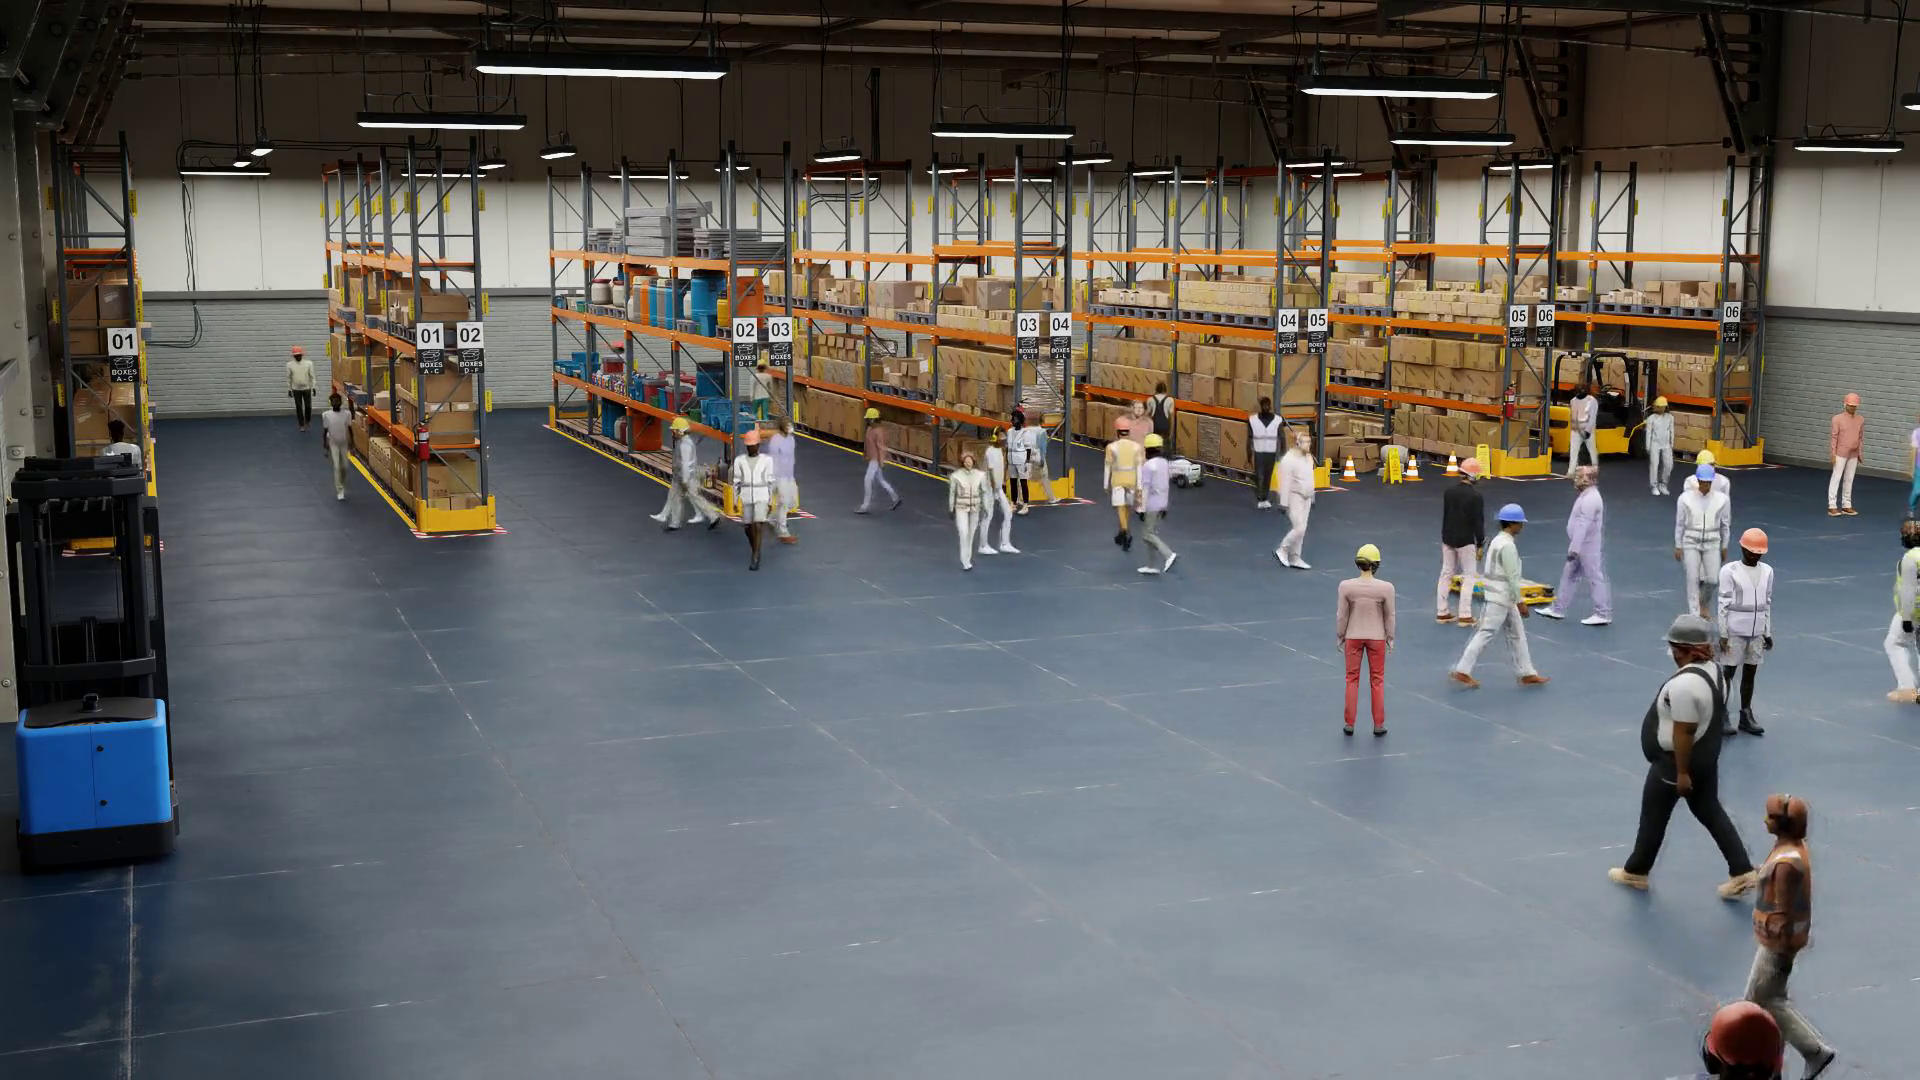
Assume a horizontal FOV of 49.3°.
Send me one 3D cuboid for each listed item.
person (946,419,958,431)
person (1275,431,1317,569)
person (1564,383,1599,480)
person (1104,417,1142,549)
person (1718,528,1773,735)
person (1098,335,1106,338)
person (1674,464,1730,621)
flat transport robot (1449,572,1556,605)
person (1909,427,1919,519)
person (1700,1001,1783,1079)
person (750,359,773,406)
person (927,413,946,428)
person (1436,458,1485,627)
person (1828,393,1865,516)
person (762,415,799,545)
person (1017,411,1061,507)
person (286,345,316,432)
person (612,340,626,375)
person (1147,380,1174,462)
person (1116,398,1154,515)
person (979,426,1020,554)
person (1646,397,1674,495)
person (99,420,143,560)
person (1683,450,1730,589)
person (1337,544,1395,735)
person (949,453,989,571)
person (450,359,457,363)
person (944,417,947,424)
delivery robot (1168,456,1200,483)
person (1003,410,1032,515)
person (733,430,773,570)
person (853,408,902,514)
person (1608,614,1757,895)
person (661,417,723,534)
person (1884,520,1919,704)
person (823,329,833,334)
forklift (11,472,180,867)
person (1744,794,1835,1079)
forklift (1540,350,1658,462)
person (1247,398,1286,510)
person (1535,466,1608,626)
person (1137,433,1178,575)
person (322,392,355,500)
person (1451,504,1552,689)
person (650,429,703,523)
[{"bbox_3d":[-0.146,-3.241,46.898,0.599,1.810,0.779,-5,10,-28],"label":"person"},{"bbox_3d":[4.648,-0.542,28.606,0.414,1.895,0.643,7,11,37],"label":"person"},{"bbox_3d":[11.609,-2.033,38.945,0.984,1.794,0.614,-8,12,-43],"label":"person"},{"bbox_3d":[2.406,-0.835,30.562,0.545,1.899,0.947,-2,9,-13],"label":"person"},{"bbox_3d":[7.249,0.839,19.294,0.543,1.928,0.374,-2,9,-14],"label":"person"},{"bbox_3d":[3.656,-4.418,54.542,0.581,1.861,0.601,-3,9,-18],"label":"person"},{"bbox_3d":[8.661,0.058,24.473,0.620,1.930,0.458,2,9,12],"label":"person"},{"bbox_3d":[6.818,0.601,26.511,0.652,0.197,1.431,-4,10,-27],"label":"flat transport robot"},{"bbox_3d":[15.180,-1.144,32.850,0.582,1.825,0.734,2,9,12],"label":"person"},{"bbox_3d":[2.703,2.589,7.438,0.630,1.983,1.067,2,9,13],"label":"person"},{"bbox_3d":[-4.431,-3.136,46.430,0.555,1.723,0.859,-3,9,-21],"label":"person"},{"bbox_3d":[-0.567,-3.365,47.652,0.562,1.824,0.991,-2,9,-14],"label":"person"},{"bbox_3d":[5.924,0.019,24.626,0.463,1.977,0.620,-5,10,-30],"label":"person"},{"bbox_3d":[14.371,-1.387,33.915,0.613,1.991,0.391,-2,9,-15],"label":"person"},{"bbox_3d":[-2.651,-0.900,30.904,0.515,1.922,0.648,3,9,20],"label":"person"},{"bbox_3d":[1.295,-1.358,35.037,0.881,1.589,0.528,-6,11,-37],"label":"person"},{"bbox_3d":[-15.045,-3.458,47.785,0.636,1.970,0.438,-2,9,-15],"label":"person"},{"bbox_3d":[-8.320,-3.907,50.975,0.534,1.924,0.551,-8,12,-43],"label":"person"},{"bbox_3d":[3.740,-2.077,39.047,0.517,1.828,0.556,2,9,12],"label":"person"},{"bbox_3d":[2.856,-1.384,34.226,0.659,1.890,0.590,-1,9,-7],"label":"person"},{"bbox_3d":[0.567,-0.701,29.841,0.729,1.841,0.504,4,10,27],"label":"person"},{"bbox_3d":[12.182,-1.629,36.386,0.519,1.724,0.504,0,9,-3],"label":"person"},{"bbox_3d":[-11.832,-0.716,29.533,0.362,1.962,0.613,8,11,41],"label":"person"},{"bbox_3d":[9.671,-0.277,27.236,0.607,1.783,0.957,0,9,0],"label":"person"},{"bbox_3d":[3.742,0.917,19.322,0.533,1.763,0.324,2,9,14],"label":"person"},{"bbox_3d":[0.141,-0.380,28.510,0.514,1.600,0.808,-3,9,-18],"label":"person"},{"bbox_3d":[-10.770,-2.912,44.487,0.610,1.871,1.012,-4,9,-24],"label":"person"},{"bbox_3d":[-0.526,-3.715,49.621,0.635,1.935,0.349,-4,9,-25],"label":"person"},{"bbox_3d":[3.998,-1.274,37.765,0.477,0.478,0.707,-7,11,-38],"label":"delivery robot"},{"bbox_3d":[0.937,-1.261,34.058,0.541,1.695,0.315,8,12,44],"label":"person"},{"bbox_3d":[-2.835,-0.581,28.831,0.549,1.913,0.786,1,9,4],"label":"person"},{"bbox_3d":[-1.339,-1.314,34.305,0.850,1.732,0.524,-3,9,-20],"label":"person"},{"bbox_3d":[5.132,1.500,14.645,1.011,2.000,0.687,8,12,43],"label":"person"},{"bbox_3d":[-4.092,-0.989,31.958,0.890,1.799,0.603,-2,9,-11],"label":"person"},{"bbox_3d":[9.341,0.712,20.502,0.646,1.817,0.519,-5,10,-31],"label":"person"},{"bbox_3d":[-3.512,-4.548,54.982,0.974,1.991,0.637,3,9,18],"label":"person"},{"bbox_3d":[-6.630,0.886,15.957,1.129,2.768,1.873,-3,9,-21],"label":"forklift"},{"bbox_3d":[4.500,2.175,11.382,0.435,1.627,0.518,5,10,28],"label":"person"},{"bbox_3d":[12.897,-2.725,42.309,2.313,2.155,1.214,-3,9,-21],"label":"forklift"},{"bbox_3d":[5.068,-1.424,34.590,0.624,1.851,1.010,0,9,2],"label":"person"},{"bbox_3d":[7.230,0.064,24.629,0.918,1.865,0.669,2,9,13],"label":"person"},{"bbox_3d":[2.649,-0.467,28.037,0.572,1.913,0.594,6,10,33],"label":"person"},{"bbox_3d":[-10.685,-1.629,36.005,0.541,1.850,0.533,-4,9,-25],"label":"person"},{"bbox_3d":[5.471,0.577,21.172,1.013,1.900,0.620,2,9,11],"label":"person"},{"bbox_3d":[-4.445,-1.047,32.971,0.842,1.587,0.517,-3,9,-21],"label":"person"}]
